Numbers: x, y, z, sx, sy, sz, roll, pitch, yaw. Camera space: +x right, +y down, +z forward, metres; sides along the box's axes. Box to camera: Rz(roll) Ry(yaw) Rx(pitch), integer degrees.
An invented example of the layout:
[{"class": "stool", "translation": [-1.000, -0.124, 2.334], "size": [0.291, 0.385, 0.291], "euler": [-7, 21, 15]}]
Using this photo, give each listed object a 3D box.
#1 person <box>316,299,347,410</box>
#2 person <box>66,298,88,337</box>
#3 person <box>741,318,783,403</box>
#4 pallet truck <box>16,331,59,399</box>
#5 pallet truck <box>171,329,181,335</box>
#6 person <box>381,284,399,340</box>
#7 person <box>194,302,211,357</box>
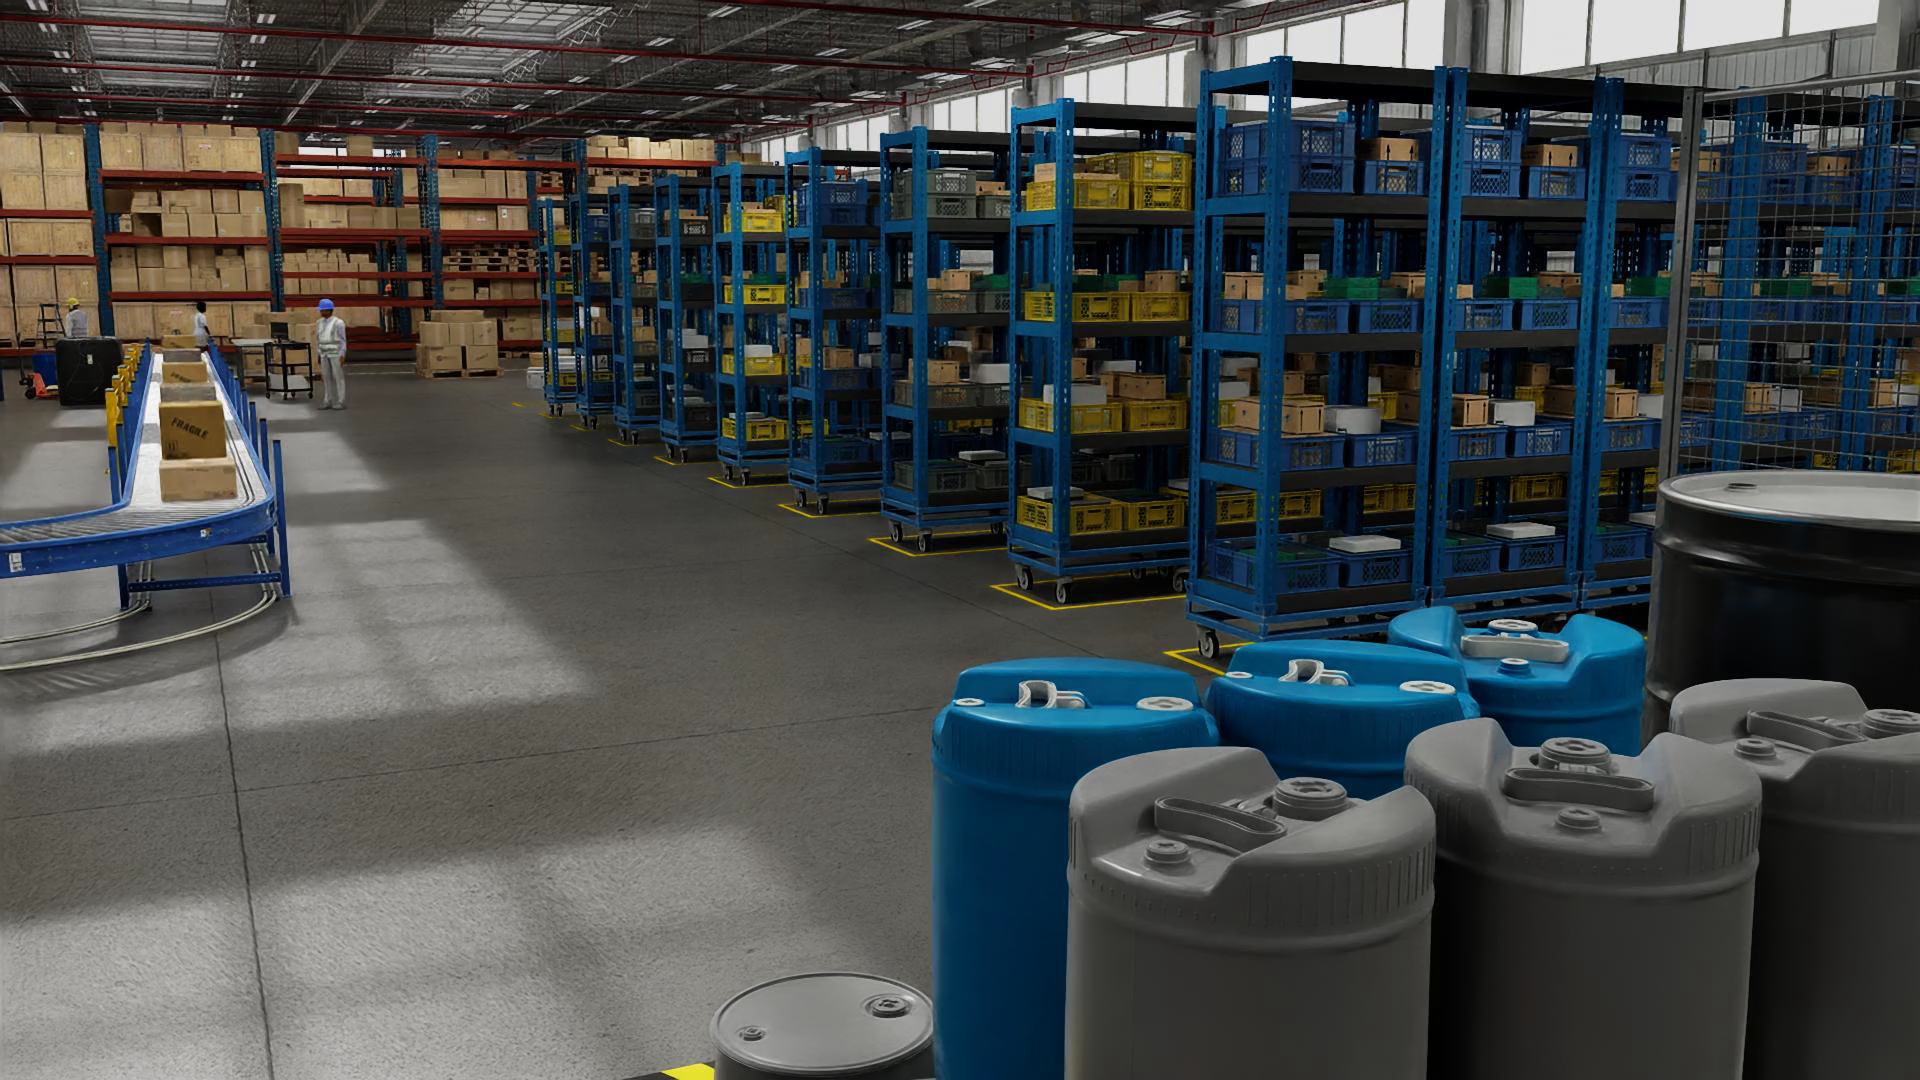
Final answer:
[{"class": "person", "translation": [-10.975, -3.229, 29.017], "size": [0.605, 1.944, 0.402], "euler": [4, 10, 22]}, {"class": "person", "translation": [-20.248, -4.637, 38.143], "size": [0.404, 1.826, 0.591], "euler": [3, 10, 17]}, {"class": "person", "translation": [-2.793, -2.185, 23.099], "size": [0.974, 1.779, 0.584], "euler": [-9, 13, -43]}, {"class": "pallet truck", "translation": [-17.082, -3.353, 31.781], "size": [1.630, 1.274, 0.653], "euler": [-4, 10, -25]}, {"class": "pallet truck", "translation": [-17.275, -3.851, 35.096], "size": [1.601, 1.201, 0.680], "euler": [0, 9, 1]}, {"class": "person", "translation": [-19.008, -7.526, 55.515], "size": [0.612, 1.997, 0.376], "euler": [0, 9, 1]}, {"class": "person", "translation": [-18.909, -5.126, 41.671], "size": [0.862, 1.649, 0.557], "euler": [-7, 11, -37]}]
